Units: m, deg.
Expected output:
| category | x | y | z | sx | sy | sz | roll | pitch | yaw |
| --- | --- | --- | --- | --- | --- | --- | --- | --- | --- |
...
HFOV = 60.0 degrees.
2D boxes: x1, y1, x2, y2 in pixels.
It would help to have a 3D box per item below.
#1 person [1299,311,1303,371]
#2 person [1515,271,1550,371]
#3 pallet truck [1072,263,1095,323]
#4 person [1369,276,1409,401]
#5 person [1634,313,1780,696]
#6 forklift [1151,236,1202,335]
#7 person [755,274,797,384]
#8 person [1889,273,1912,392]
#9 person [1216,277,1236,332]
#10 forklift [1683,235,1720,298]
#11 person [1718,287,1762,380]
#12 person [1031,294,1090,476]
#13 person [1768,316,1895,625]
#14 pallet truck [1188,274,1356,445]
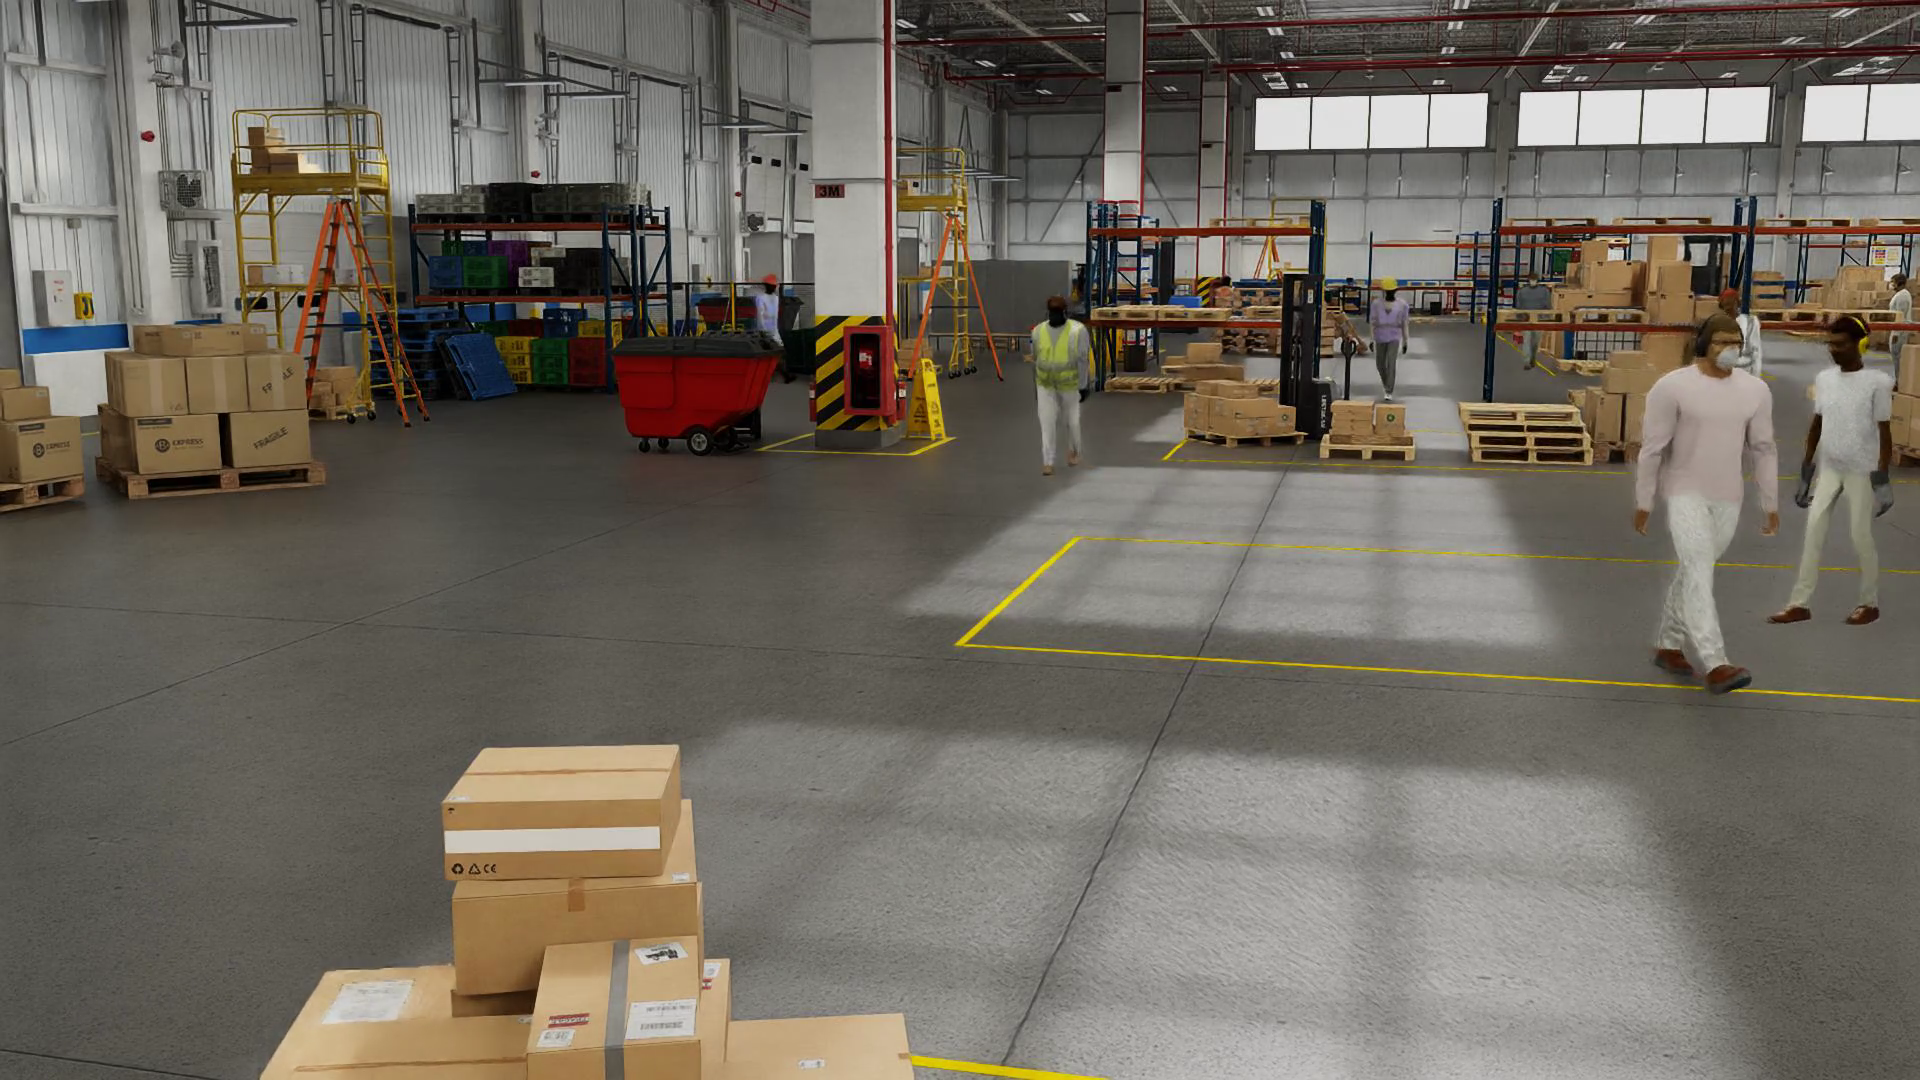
| category | x | y | z | sx | sy | sz | roll | pitch | yaw |
| --- | --- | --- | --- | --- | --- | --- | --- | --- | --- |
| person | 6.703 | -4.087 | 31.848 | 0.487 | 1.738 | 0.333 | -9 | 13 | -44 |
| person | 11.071 | -4.243 | 32.196 | 0.649 | 1.923 | 0.518 | 2 | 10 | 13 |
| pallet truck | 4.325 | -8.180 | 55.162 | 0.823 | 1.965 | 1.885 | 6 | 11 | 31 |
| person | 6.606 | -3.110 | 25.585 | 0.583 | 1.900 | 0.729 | 4 | 11 | 24 |
| person | 3.803 | -0.178 | 8.348 | 0.660 | 1.889 | 0.990 | -1 | 10 | -8 |
| forklift | 5.866 | -7.214 | 46.878 | 1.873 | 2.768 | 1.129 | 2 | 10 | 14 |
| person | -3.240 | -3.618 | 28.627 | 0.951 | 1.886 | 0.555 | 9 | 13 | 43 |
| person | 15.267 | -3.372 | 27.077 | 0.384 | 1.932 | 0.622 | 5 | 11 | 25 |
| person | 7.203 | -6.257 | 44.815 | 0.552 | 1.652 | 0.863 | 7 | 12 | 36 |
| forklift | 21.792 | -7.591 | 49.102 | 1.873 | 2.768 | 1.129 | -9 | 13 | -43 |
| person | 8.269 | -1.779 | 17.846 | 0.606 | 1.869 | 0.577 | 3 | 10 | 18 |
| person | 1.022 | -1.576 | 16.835 | 0.626 | 1.819 | 0.840 | 3 | 10 | 17 |
| person | 5.206 | -0.391 | 9.792 | 0.567 | 1.857 | 0.573 | -5 | 11 | -25 |
| pallet truck | 3.653 | -2.138 | 19.590 | 1.885 | 1.965 | 0.823 | -4 | 10 | -20 |
